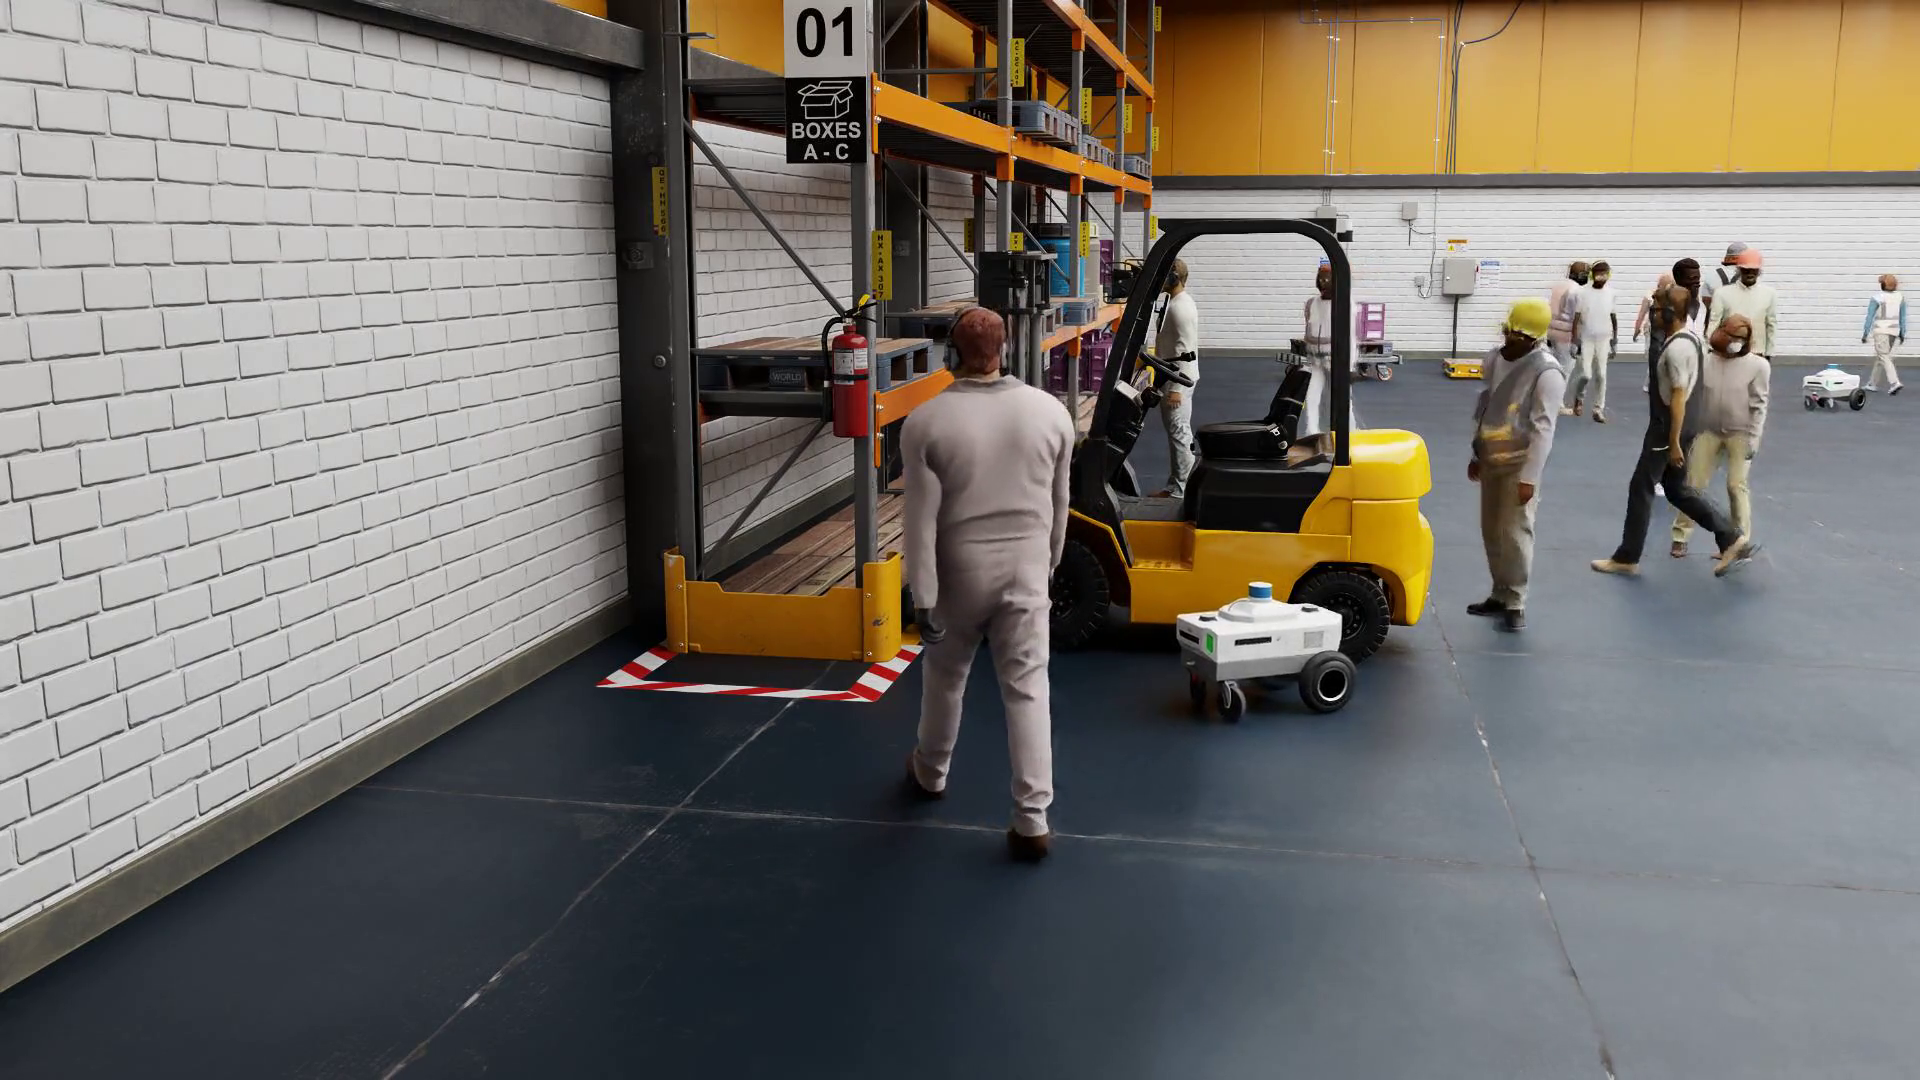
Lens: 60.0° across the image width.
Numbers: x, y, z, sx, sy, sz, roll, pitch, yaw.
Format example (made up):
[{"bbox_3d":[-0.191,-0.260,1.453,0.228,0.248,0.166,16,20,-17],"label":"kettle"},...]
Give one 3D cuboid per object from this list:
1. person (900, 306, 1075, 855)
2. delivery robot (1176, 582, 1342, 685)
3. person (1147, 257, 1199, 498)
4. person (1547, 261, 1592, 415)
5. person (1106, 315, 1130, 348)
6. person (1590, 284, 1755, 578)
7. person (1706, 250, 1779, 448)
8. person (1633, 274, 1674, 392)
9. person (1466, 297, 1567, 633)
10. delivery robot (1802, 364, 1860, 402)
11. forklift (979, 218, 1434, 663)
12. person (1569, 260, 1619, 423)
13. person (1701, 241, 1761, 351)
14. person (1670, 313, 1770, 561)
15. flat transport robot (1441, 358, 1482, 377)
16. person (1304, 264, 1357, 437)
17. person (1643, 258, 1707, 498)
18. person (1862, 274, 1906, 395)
[{"bbox_3d":[0.085,0.116,5.835,0.644,1.853,1.010,-3,11,-15],"label":"person"},{"bbox_3d":[1.328,0.431,7.401,0.707,0.478,0.477,-4,11,-19],"label":"delivery robot"},{"bbox_3d":[1.650,-1.198,12.794,0.376,1.940,0.627,1,10,3],"label":"person"},{"bbox_3d":[7.116,-2.354,19.485,0.461,1.812,0.661,-1,10,-3],"label":"person"},{"bbox_3d":[2.616,-3.784,27.636,0.561,1.691,0.392,-2,11,-13],"label":"person"},{"bbox_3d":[4.408,-0.654,10.157,0.875,1.813,0.517,6,12,30],"label":"person"},{"bbox_3d":[7.613,-1.832,16.228,0.623,1.960,0.859,5,11,25],"label":"person"},{"bbox_3d":[9.306,-2.730,22.139,0.565,1.599,0.800,1,10,6],"label":"person"},{"bbox_3d":[2.942,-0.402,8.872,0.436,1.784,0.657,-3,11,-16],"label":"person"},{"bbox_3d":[10.526,-1.884,20.094,0.707,0.478,0.477,-6,12,-30],"label":"delivery robot"},{"bbox_3d":[1.285,-0.567,8.635,2.313,2.155,1.214,2,11,11],"label":"forklift"},{"bbox_3d":[7.159,-2.245,18.807,0.565,1.841,0.494,0,10,2],"label":"person"},{"bbox_3d":[9.676,-2.721,20.864,0.684,2.000,0.536,8,13,38],"label":"person"},{"bbox_3d":[4.926,-0.661,10.754,0.518,1.608,0.350,8,13,37],"label":"person"},{"bbox_3d":[7.637,-2.586,24.977,0.652,0.197,1.431,2,11,10],"label":"flat transport robot"},{"bbox_3d":[3.514,-1.673,15.684,0.579,1.851,0.927,9,14,41],"label":"person"},{"bbox_3d":[5.784,-1.310,13.462,0.588,1.920,0.390,-6,12,-29],"label":"person"},{"bbox_3d":[12.408,-2.756,22.255,0.518,1.602,0.836,-2,10,-10],"label":"person"}]
